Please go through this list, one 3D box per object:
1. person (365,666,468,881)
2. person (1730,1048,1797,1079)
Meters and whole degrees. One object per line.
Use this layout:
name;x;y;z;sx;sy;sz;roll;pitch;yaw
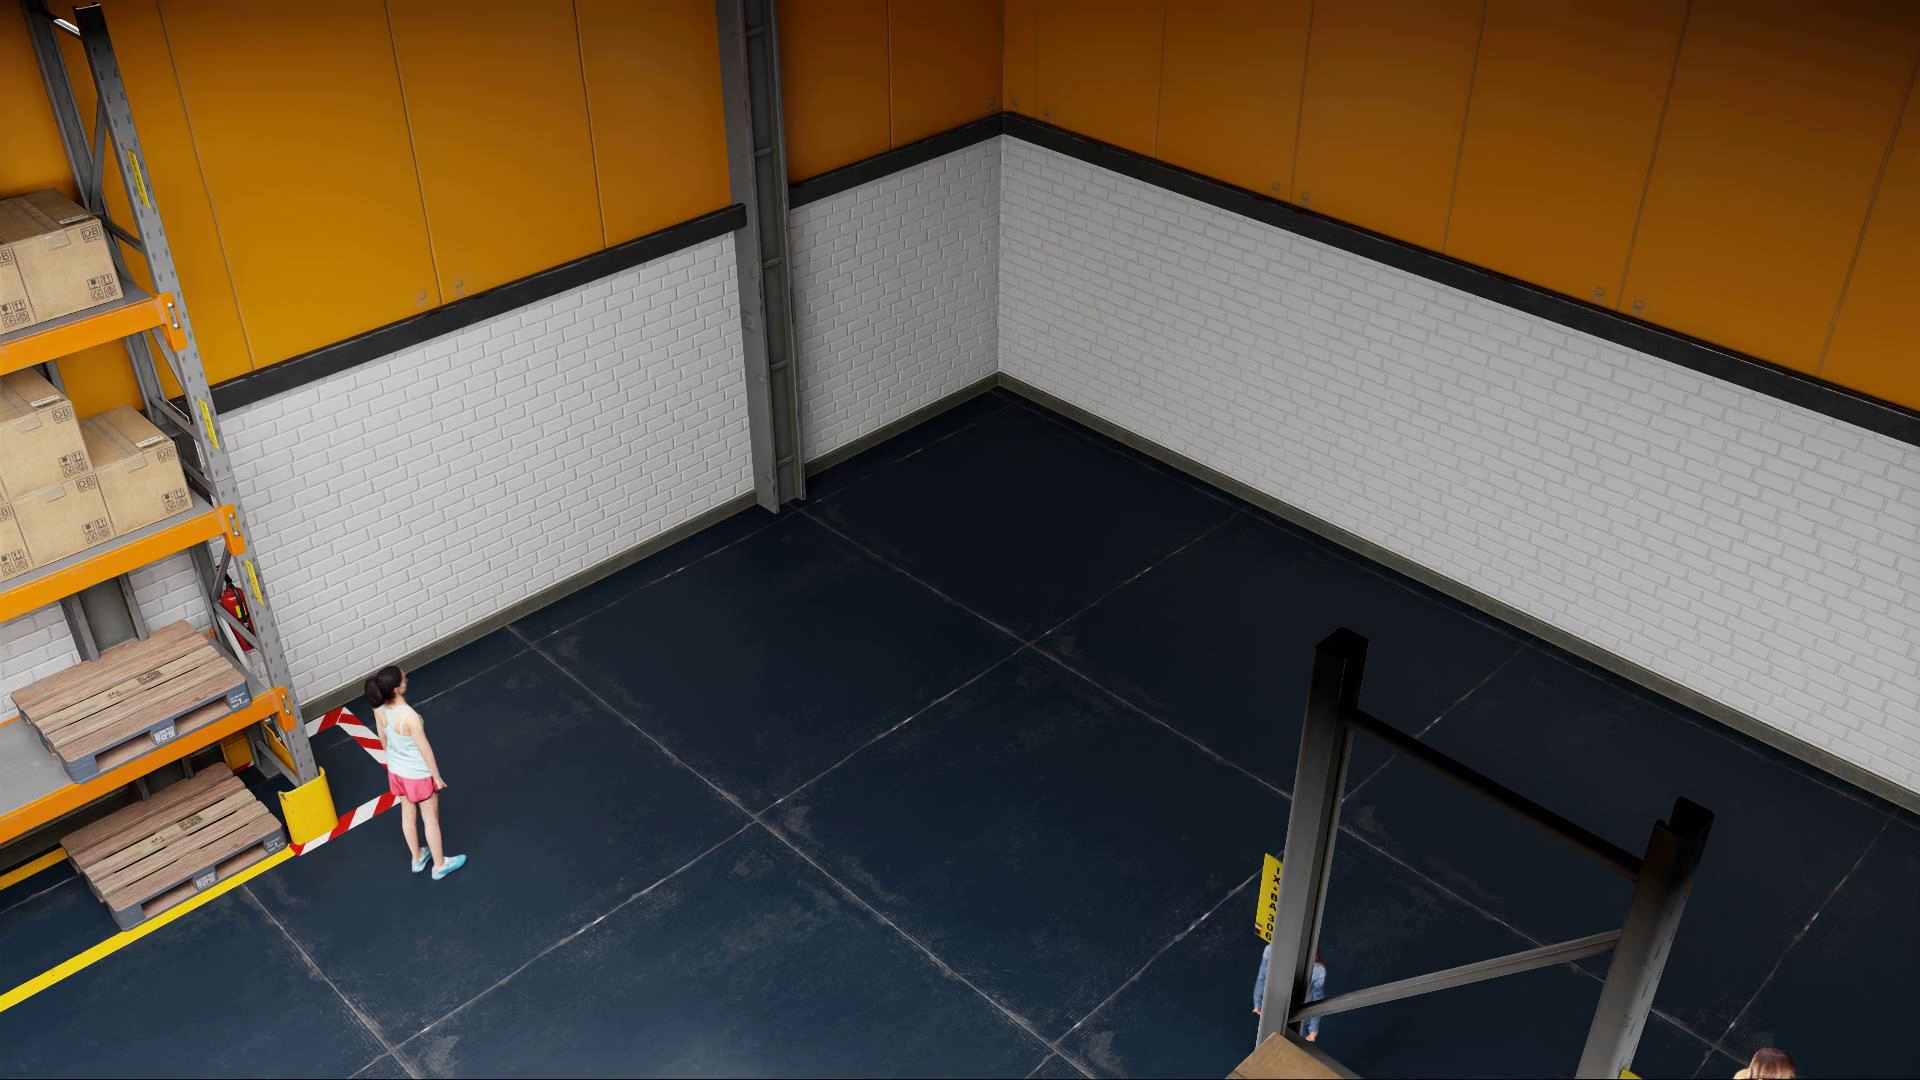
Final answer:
person;-3.784;1.596;11.492;0.656;1.764;0.633;16;37;23
person;4.168;3.328;8.966;0.671;1.675;0.615;-1;34;-1
